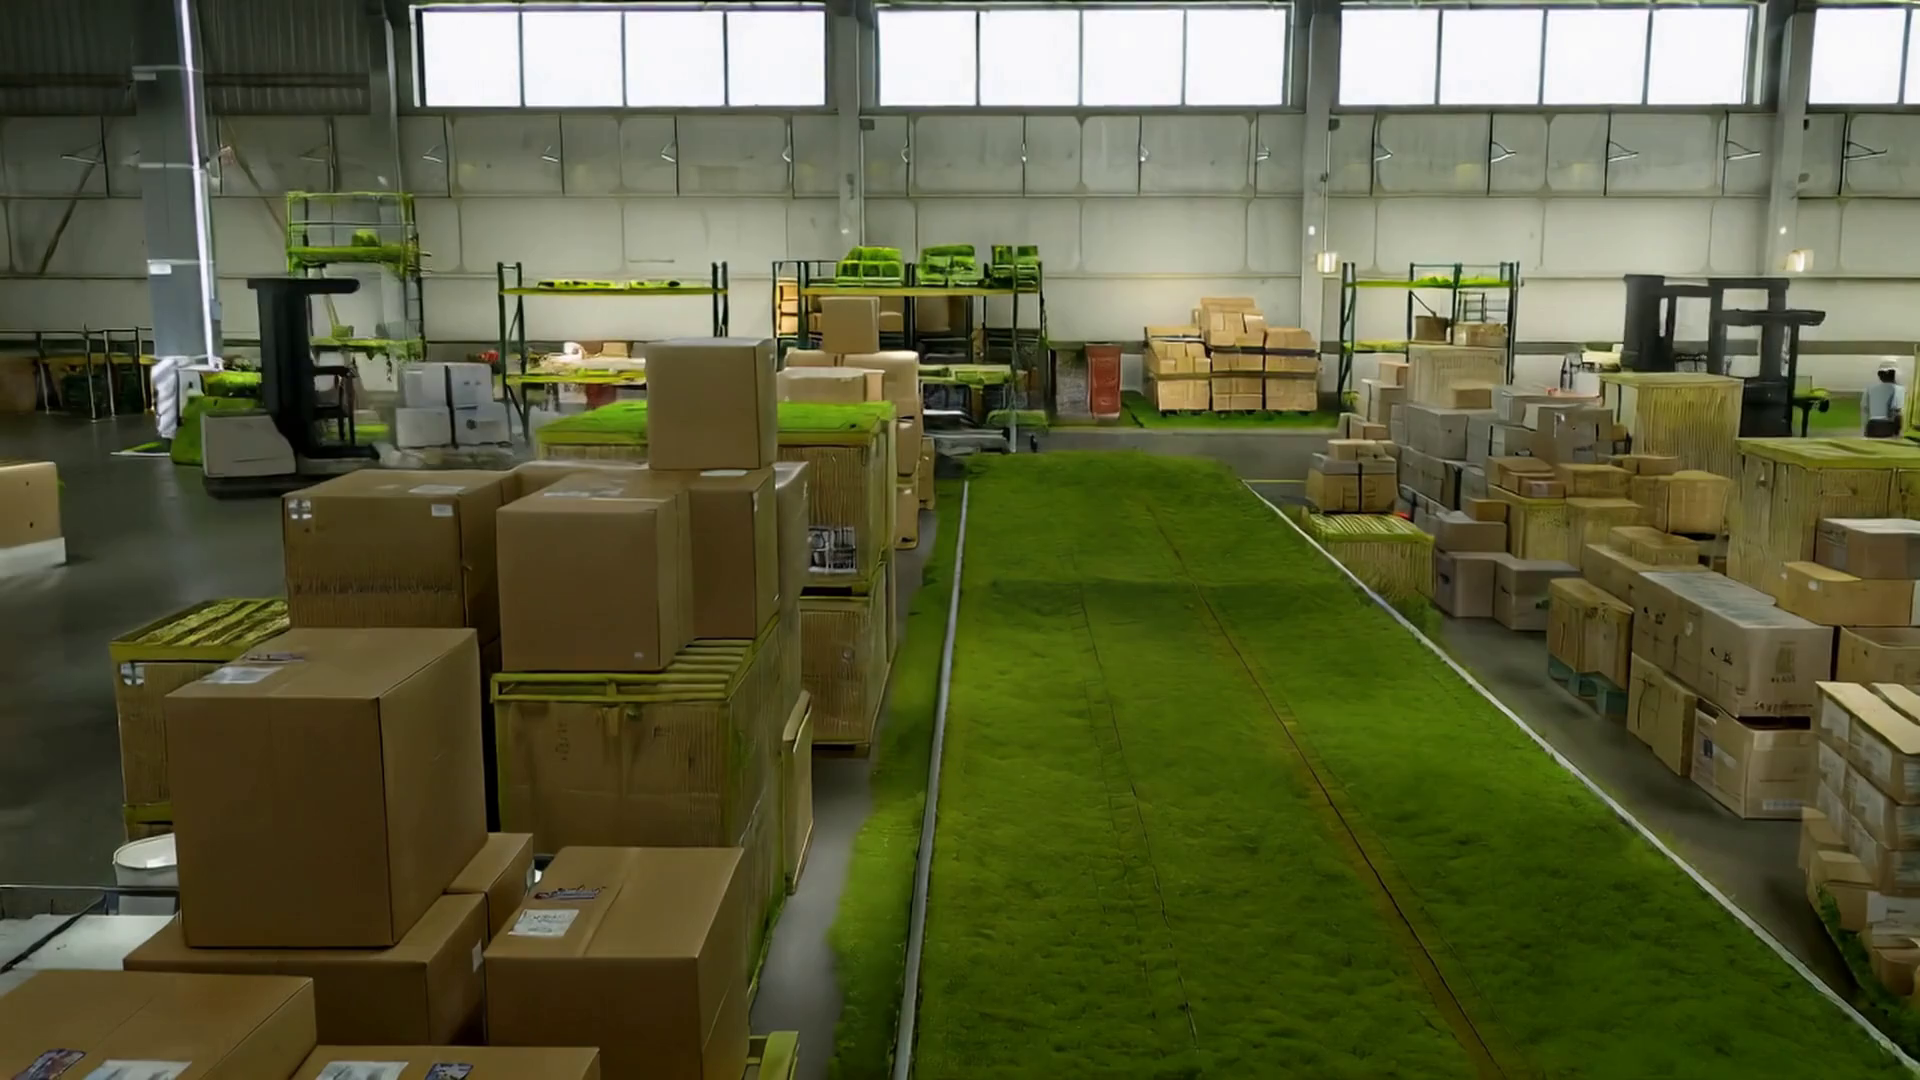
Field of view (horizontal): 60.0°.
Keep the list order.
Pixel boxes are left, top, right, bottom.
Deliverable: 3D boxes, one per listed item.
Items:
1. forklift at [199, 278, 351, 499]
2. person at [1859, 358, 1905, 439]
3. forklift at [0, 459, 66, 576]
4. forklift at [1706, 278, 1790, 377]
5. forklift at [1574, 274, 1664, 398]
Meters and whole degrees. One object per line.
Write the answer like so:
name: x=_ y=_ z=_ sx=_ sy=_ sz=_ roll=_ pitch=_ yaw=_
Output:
forklift: x=-8.915 y=-2.011 z=21.684 sx=1.873 sy=2.768 sz=1.129 roll=-5 pitch=11 yaw=-27
person: x=11.066 y=-1.227 z=19.963 sx=0.876 sy=1.880 sz=0.567 roll=-6 pitch=11 yaw=-31
forklift: x=-9.905 y=-1.079 z=16.101 sx=1.873 sy=2.768 sz=1.129 roll=2 pitch=10 yaw=14
forklift: x=10.342 y=-2.068 z=22.024 sx=1.129 sy=2.768 sz=1.873 roll=0 pitch=9 yaw=1
forklift: x=11.939 y=-3.278 z=29.269 sx=1.873 sy=2.768 sz=1.129 roll=0 pitch=9 yaw=1
